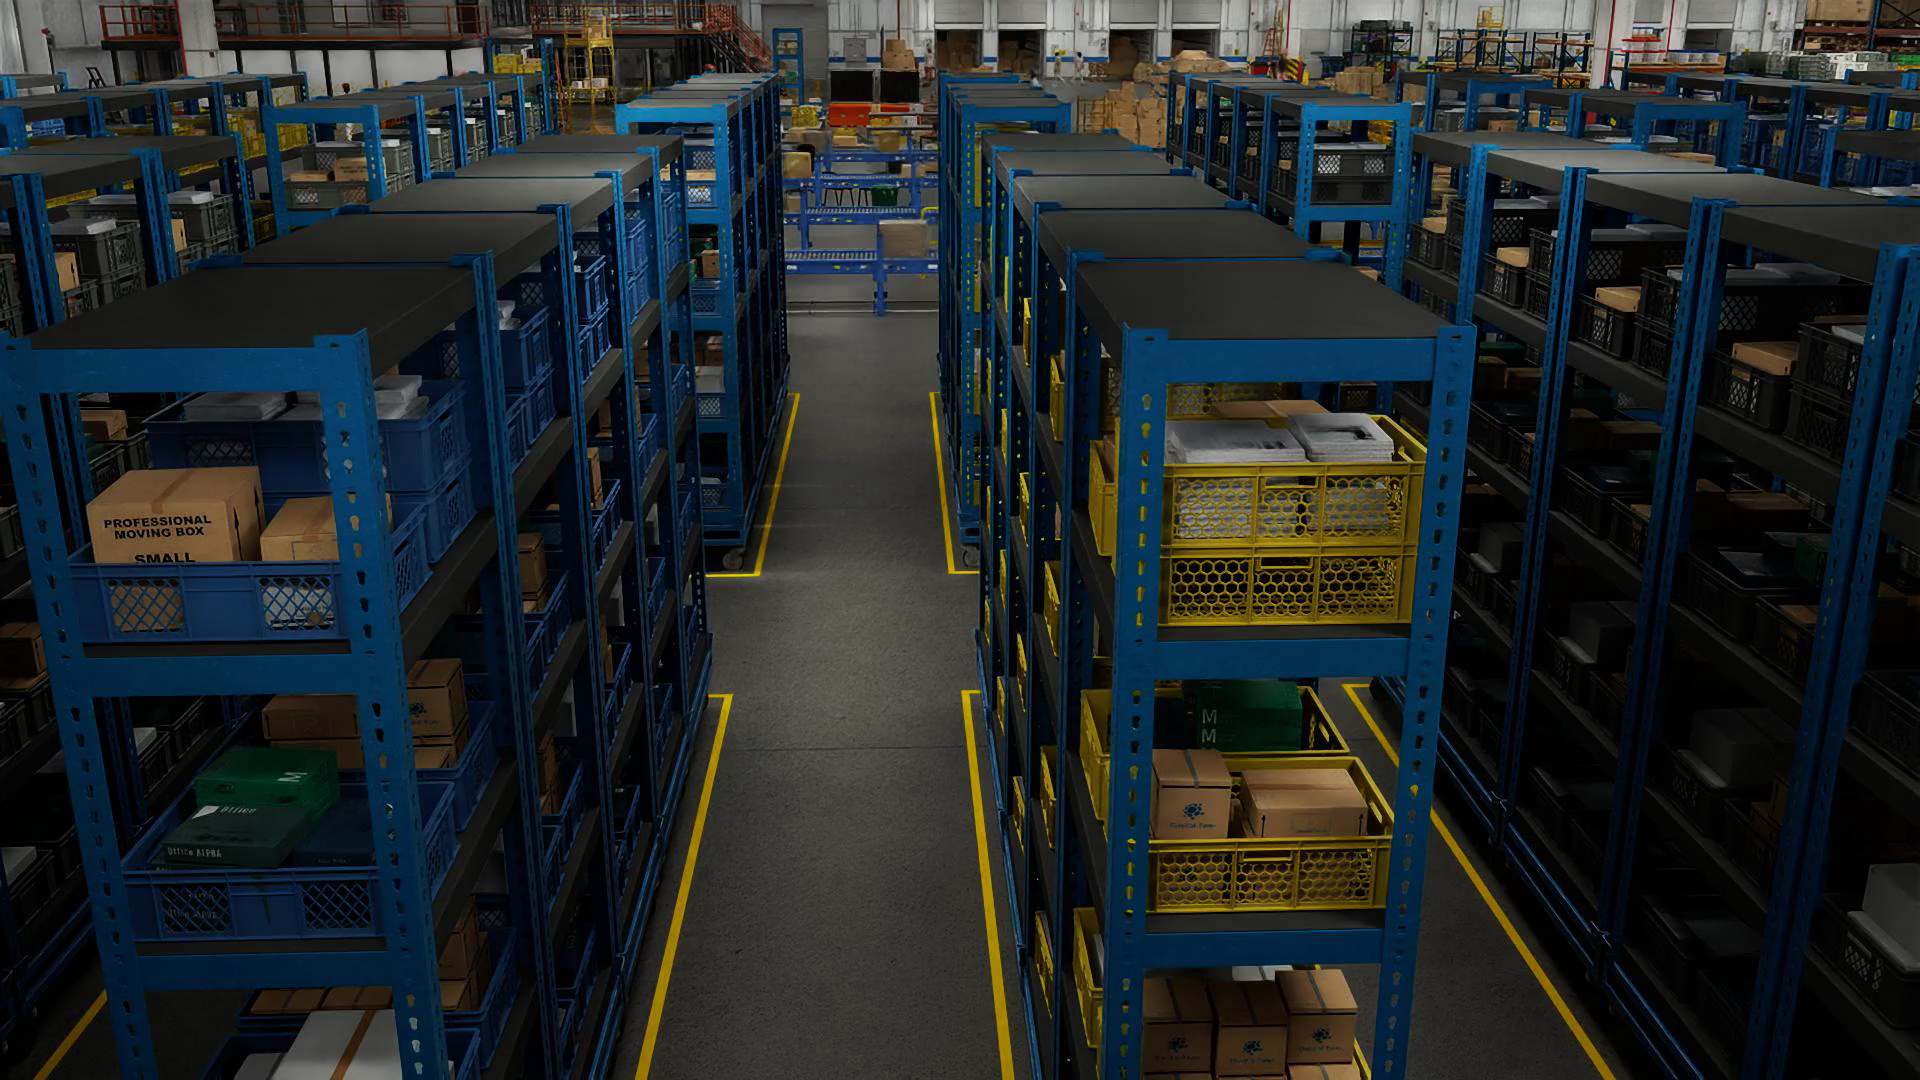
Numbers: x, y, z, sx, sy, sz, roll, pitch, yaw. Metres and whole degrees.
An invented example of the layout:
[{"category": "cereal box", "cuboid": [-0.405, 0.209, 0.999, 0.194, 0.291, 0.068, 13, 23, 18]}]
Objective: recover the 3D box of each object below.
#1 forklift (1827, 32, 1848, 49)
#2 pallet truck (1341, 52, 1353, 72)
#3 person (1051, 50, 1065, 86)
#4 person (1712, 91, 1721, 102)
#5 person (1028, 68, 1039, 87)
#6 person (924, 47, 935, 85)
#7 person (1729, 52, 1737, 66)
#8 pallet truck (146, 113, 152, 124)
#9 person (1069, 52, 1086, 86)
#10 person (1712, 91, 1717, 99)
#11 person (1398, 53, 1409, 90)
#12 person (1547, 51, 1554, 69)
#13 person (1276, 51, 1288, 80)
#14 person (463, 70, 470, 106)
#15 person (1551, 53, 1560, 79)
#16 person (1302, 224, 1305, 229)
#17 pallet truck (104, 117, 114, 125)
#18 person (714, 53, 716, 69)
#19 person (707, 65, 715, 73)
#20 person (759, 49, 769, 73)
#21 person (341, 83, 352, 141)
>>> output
[{"category": "forklift", "cuboid": [46.023, -25.321, 87.619, 1.129, 2.768, 1.873, -1, 18, -2]}, {"category": "pallet truck", "cuboid": [18.794, -23.123, 82.231, 0.823, 1.965, 1.885, -13, 22, -35]}, {"category": "person", "cuboid": [5.251, -25.207, 88.835, 0.673, 1.898, 0.611, 4, 18, 13]}, {"category": "person", "cuboid": [24.511, -13.834, 53.610, 0.569, 1.917, 0.414, 8, 20, 23]}, {"category": "person", "cuboid": [2.764, -16.343, 61.182, 0.903, 2.000, 0.680, 3, 18, 9]}, {"category": "person", "cuboid": [-1.687, -25.857, 90.716, 0.657, 1.976, 0.551, -6, 19, -18]}, {"category": "person", "cuboid": [44.484, -27.247, 95.639, 0.856, 1.597, 0.524, -4, 18, -13]}, {"category": "pallet truck", "cuboid": [-18.087, -8.309, 36.390, 1.885, 1.965, 0.823, -1, 18, -4]}, {"category": "person", "cuboid": [6.330, -25.335, 89.409, 0.888, 1.803, 0.620, 15, 23, 38]}, {"category": "person", "cuboid": [27.008, -15.608, 59.199, 0.613, 1.867, 1.026, 11, 21, 31]}, {"category": "person", "cuboid": [22.787, -24.082, 85.475, 0.556, 1.820, 0.544, 11, 21, 30]}, {"category": "person", "cuboid": [31.821, -25.426, 89.622, 0.613, 1.834, 0.524, -11, 21, -31]}, {"category": "person", "cuboid": [16.500, -24.107, 85.420, 1.105, 1.926, 0.607, 10, 20, 27]}, {"category": "person", "cuboid": [-18.458, -16.572, 62.096, 0.777, 1.916, 0.555, -6, 19, -17]}, {"category": "person", "cuboid": [31.622, -24.984, 88.424, 0.502, 1.715, 0.605, 17, 24, 42]}, {"category": "person", "cuboid": [3.826, -2.747, 19.391, 0.495, 1.875, 0.655, -2, 18, -5]}, {"category": "pallet truck", "cuboid": [-18.367, -7.885, 35.078, 1.885, 1.965, 0.823, 1, 18, 2]}, {"category": "person", "cuboid": [-13.504, -25.855, 91.168, 0.318, 1.697, 0.535, -1, 18, -3]}, {"category": "person", "cuboid": [-9.717, -17.452, 64.696, 0.936, 1.986, 0.717, -8, 20, -23]}, {"category": "person", "cuboid": [-10.597, -25.540, 89.866, 0.547, 1.914, 0.837, -10, 21, -29]}, {"category": "person", "cuboid": [-19.322, -13.469, 52.541, 0.355, 1.883, 0.574, -1, 18, -3]}]
